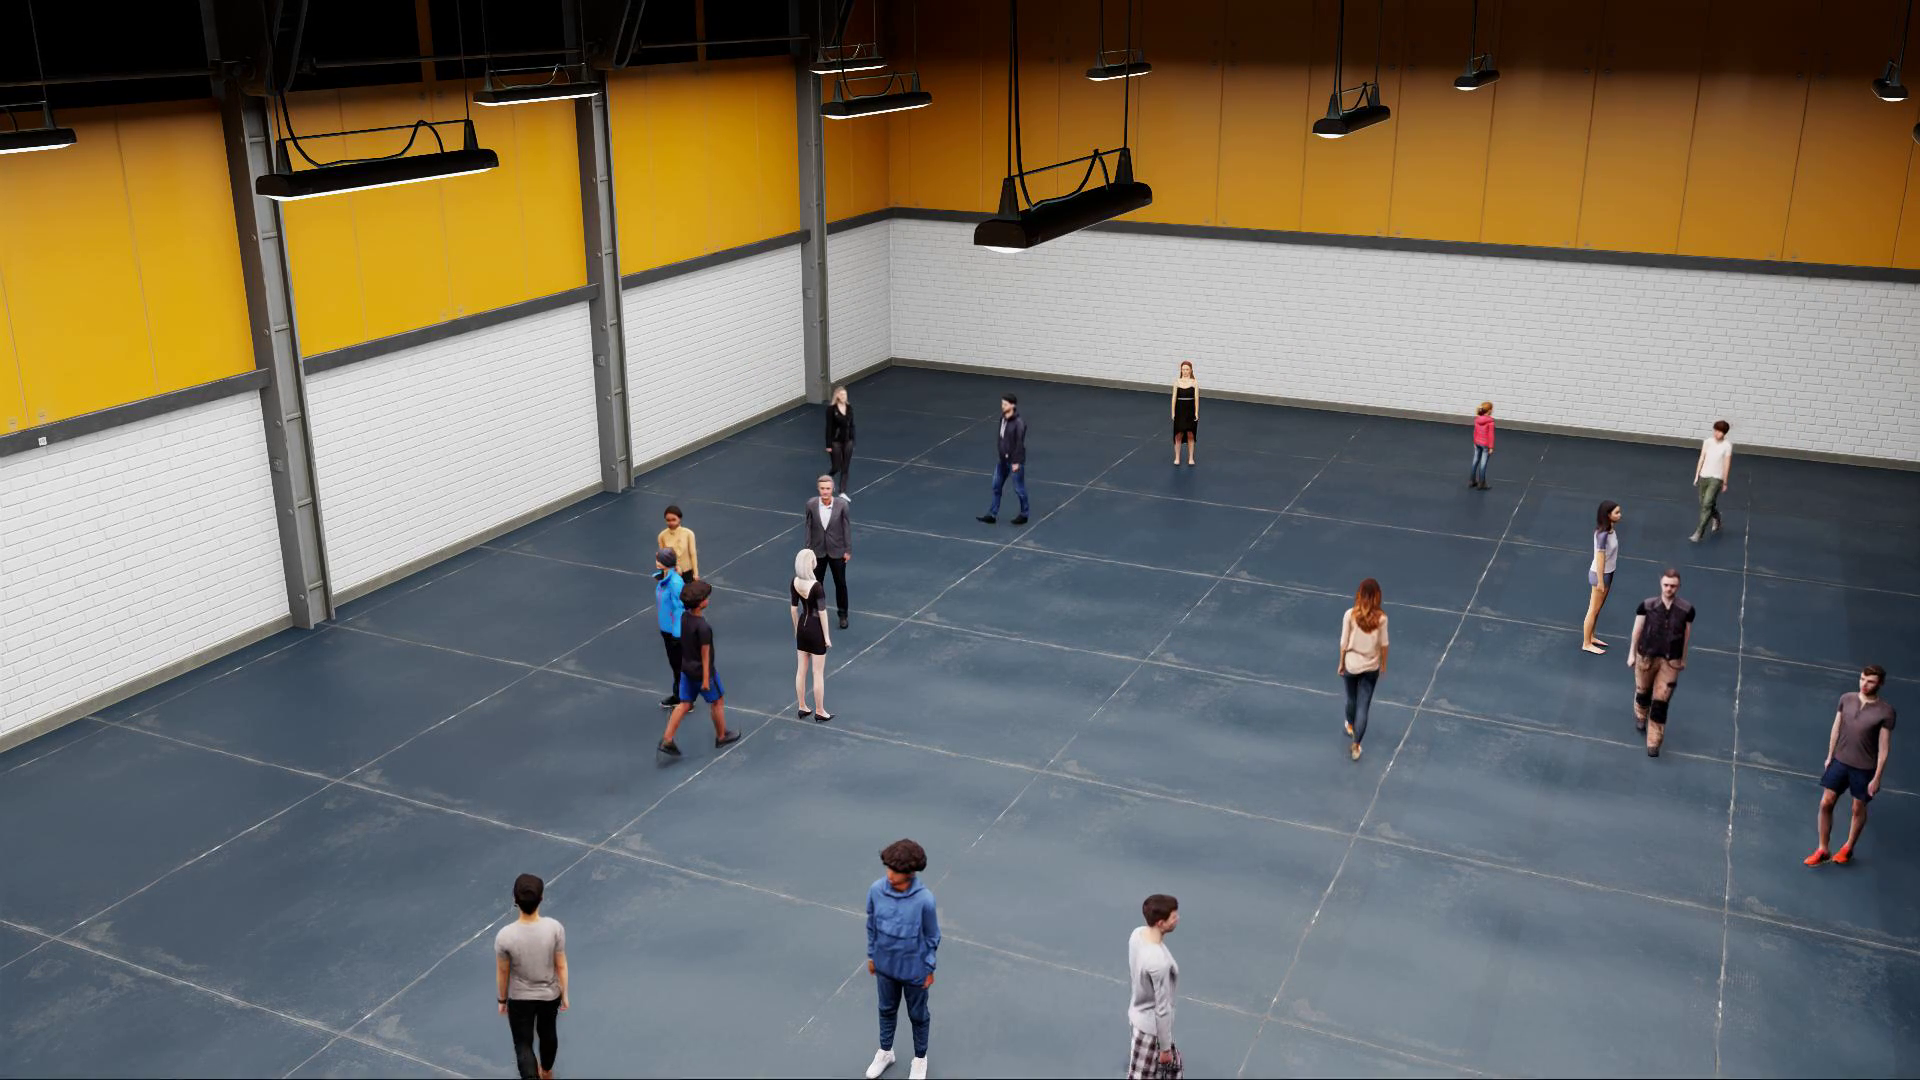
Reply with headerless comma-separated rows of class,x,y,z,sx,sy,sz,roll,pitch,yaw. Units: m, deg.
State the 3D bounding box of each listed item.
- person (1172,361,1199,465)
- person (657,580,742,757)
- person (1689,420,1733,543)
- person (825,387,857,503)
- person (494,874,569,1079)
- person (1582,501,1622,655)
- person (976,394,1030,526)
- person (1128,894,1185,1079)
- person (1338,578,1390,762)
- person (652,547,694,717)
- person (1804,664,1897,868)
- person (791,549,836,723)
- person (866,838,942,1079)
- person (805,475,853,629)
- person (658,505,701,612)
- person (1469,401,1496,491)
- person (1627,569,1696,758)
person,3.496,-1.979,25.790,0.636,1.622,0.650,2,19,7
person,-2.588,1.262,15.938,1.215,1.768,0.906,-17,25,-41
person,10.107,-0.808,22.299,1.149,1.629,0.895,-14,23,-36
person,-1.757,-1.391,23.957,0.896,1.678,0.918,-11,22,-31
person,-2.786,3.007,10.862,1.021,1.699,1.077,-6,20,-18
person,7.165,0.393,18.574,0.655,1.732,0.464,10,21,28
person,0.790,-1.106,22.823,1.135,1.861,0.981,-13,22,-33
person,1.117,3.076,10.473,1.095,1.817,1.133,-3,19,-9
person,3.846,1.264,15.937,0.696,1.765,1.001,5,19,15
person,-2.909,0.916,16.915,0.720,1.800,0.694,-10,21,-27
person,7.585,1.882,13.991,0.973,1.834,0.886,-13,23,-34
person,-1.505,0.955,16.752,0.609,1.830,0.539,12,22,32
person,-0.386,2.826,11.238,0.673,1.803,0.558,8,20,21
person,-1.527,0.118,19.234,0.788,1.832,0.741,0,19,1
person,-3.155,0.378,18.746,0.777,1.651,0.854,-1,19,-3
person,7.722,-1.407,24.568,0.634,1.317,0.589,-9,21,-26
person,6.837,1.131,16.280,0.692,1.798,1.165,8,20,23
